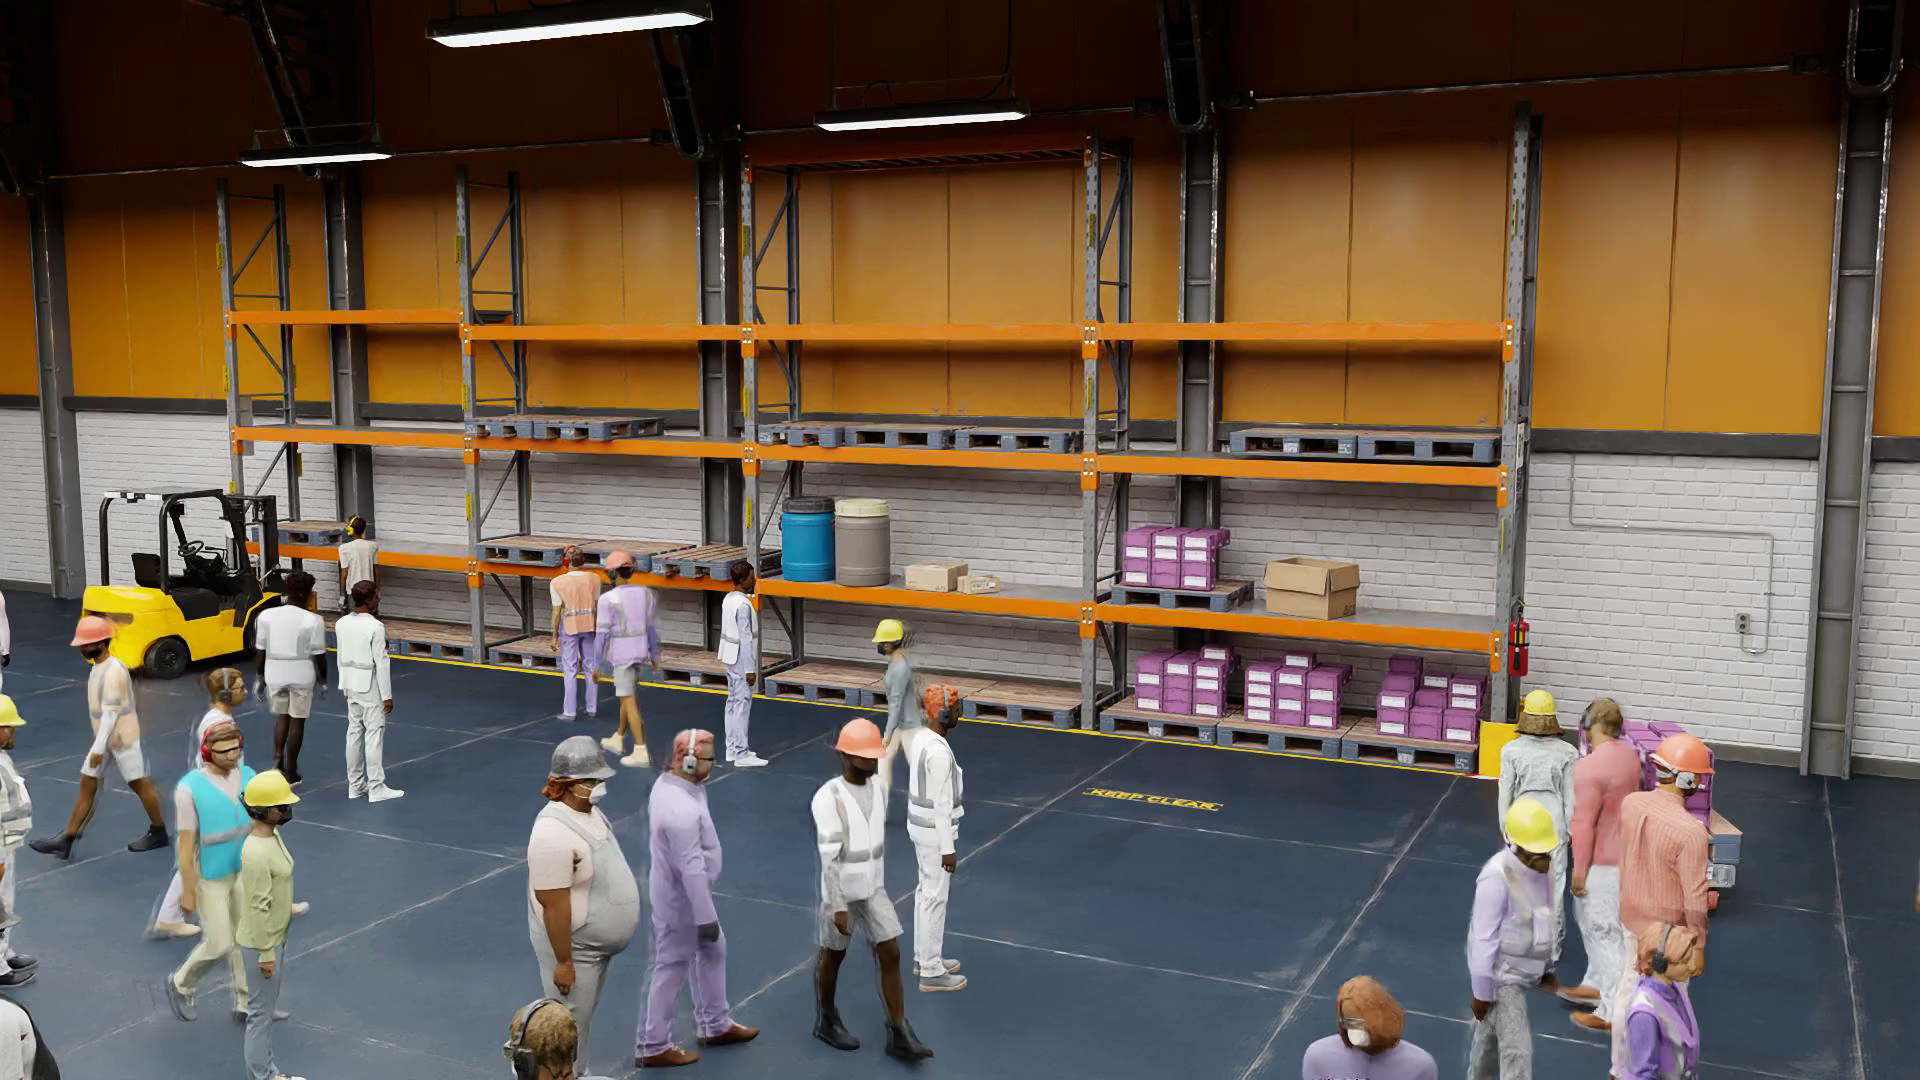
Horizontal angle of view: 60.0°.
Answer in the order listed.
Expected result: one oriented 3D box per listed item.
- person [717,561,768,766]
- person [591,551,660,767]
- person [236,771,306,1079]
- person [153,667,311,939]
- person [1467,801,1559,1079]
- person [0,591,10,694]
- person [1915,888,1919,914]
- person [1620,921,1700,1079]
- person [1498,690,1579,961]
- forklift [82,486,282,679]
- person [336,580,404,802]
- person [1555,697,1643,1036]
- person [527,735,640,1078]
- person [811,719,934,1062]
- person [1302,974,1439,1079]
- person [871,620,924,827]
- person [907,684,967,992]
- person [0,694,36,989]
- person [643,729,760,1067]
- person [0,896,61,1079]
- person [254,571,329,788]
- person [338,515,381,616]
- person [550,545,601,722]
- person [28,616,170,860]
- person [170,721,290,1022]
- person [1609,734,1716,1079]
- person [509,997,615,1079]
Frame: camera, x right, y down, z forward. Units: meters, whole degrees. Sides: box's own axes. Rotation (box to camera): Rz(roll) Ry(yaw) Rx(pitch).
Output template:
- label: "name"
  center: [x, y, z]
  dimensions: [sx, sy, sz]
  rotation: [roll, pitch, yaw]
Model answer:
- label: "person"
  center: [-2.055, 1.150, 15.552]
  dimensions: [0.392, 1.920, 0.588]
  rotation: [-3, 8, -24]
- label: "person"
  center: [-3.197, 1.102, 15.663]
  dimensions: [0.973, 1.982, 0.705]
  rotation: [5, 9, 37]
- label: "person"
  center: [-3.568, 2.064, 8.626]
  dimensions: [0.330, 1.769, 0.526]
  rotation: [-2, 7, -16]
- label: "person"
  center: [-4.949, 1.747, 11.131]
  dimensions: [0.973, 1.802, 0.506]
  rotation: [-3, 7, -21]
- label: "person"
  center: [2.727, 2.121, 8.106]
  dimensions: [0.694, 1.781, 0.637]
  rotation: [6, 9, 39]
- label: "person"
  center: [-9.633, 1.104, 16.250]
  dimensions: [0.636, 1.842, 0.429]
  rotation: [-3, 8, -24]
- label: "person"
  center: [5.667, 1.937, 9.149]
  dimensions: [0.728, 1.885, 0.828]
  rotation: [2, 7, 16]
- label: "person"
  center: [2.830, 2.353, 6.850]
  dimensions: [0.679, 1.617, 0.527]
  rotation: [5, 9, 37]
- label: "person"
  center: [3.713, 1.828, 10.714]
  dimensions: [0.483, 1.737, 0.321]
  rotation: [2, 7, 16]
- label: "forklift"
  center: [-9.426, 0.454, 20.179]
  dimensions: [1.214, 2.155, 2.313]
  rotation: [3, 8, 26]
- label: "person"
  center: [-5.128, 1.297, 14.343]
  dimensions: [0.590, 1.919, 0.392]
  rotation: [4, 8, 31]
- label: "person"
  center: [3.740, 1.872, 9.673]
  dimensions: [0.488, 1.900, 0.646]
  rotation: [6, 9, 40]
- label: "person"
  center: [-1.864, 1.968, 8.298]
  dimensions: [0.535, 2.000, 0.684]
  rotation: [0, 7, 0]
- label: "person"
  center: [-0.501, 1.936, 9.115]
  dimensions: [0.556, 1.902, 0.891]
  rotation: [-6, 9, -42]
- label: "person"
  center: [1.542, 2.417, 6.292]
  dimensions: [0.551, 1.620, 0.336]
  rotation: [1, 7, 11]
- label: "person"
  center: [-0.540, 1.499, 13.436]
  dimensions: [0.795, 1.727, 0.532]
  rotation: [-1, 7, -12]
- label: "person"
  center: [-0.150, 1.816, 10.232]
  dimensions: [0.345, 1.879, 0.580]
  rotation: [-1, 7, -10]
- label: "person"
  center: [-5.917, 1.846, 10.222]
  dimensions: [0.403, 1.818, 0.604]
  rotation: [-4, 8, -28]
- label: "person"
  center: [-1.390, 1.951, 9.105]
  dimensions: [0.804, 1.875, 0.663]
  rotation: [-2, 7, -14]
- label: "person"
  center: [-3.595, 2.229, 6.137]
  dimensions: [0.689, 2.000, 0.537]
  rotation: [4, 8, 27]
- label: "person"
  center: [-5.918, 1.236, 14.763]
  dimensions: [0.644, 1.936, 0.431]
  rotation: [0, 7, 3]
- label: "person"
  center: [-7.225, 0.636, 20.002]
  dimensions: [0.323, 1.872, 0.530]
  rotation: [6, 9, 42]
- label: "person"
  center: [-3.989, 0.974, 17.308]
  dimensions: [0.566, 1.846, 0.389]
  rotation: [-6, 9, -41]
- label: "person"
  center: [-6.561, 1.518, 12.677]
  dimensions: [0.991, 1.876, 0.547]
  rotation: [-7, 10, -44]
- label: "person"
  center: [-4.258, 1.923, 9.542]
  dimensions: [0.560, 1.823, 0.623]
  rotation: [2, 7, 15]
- label: "person"
  center: [3.630, 1.967, 8.562]
  dimensions: [0.410, 1.982, 0.626]
  rotation: [-2, 7, -15]
- label: "person"
  center: [-1.273, 2.393, 5.263]
  dimensions: [0.381, 1.929, 0.635]
  rotation: [3, 8, 26]
